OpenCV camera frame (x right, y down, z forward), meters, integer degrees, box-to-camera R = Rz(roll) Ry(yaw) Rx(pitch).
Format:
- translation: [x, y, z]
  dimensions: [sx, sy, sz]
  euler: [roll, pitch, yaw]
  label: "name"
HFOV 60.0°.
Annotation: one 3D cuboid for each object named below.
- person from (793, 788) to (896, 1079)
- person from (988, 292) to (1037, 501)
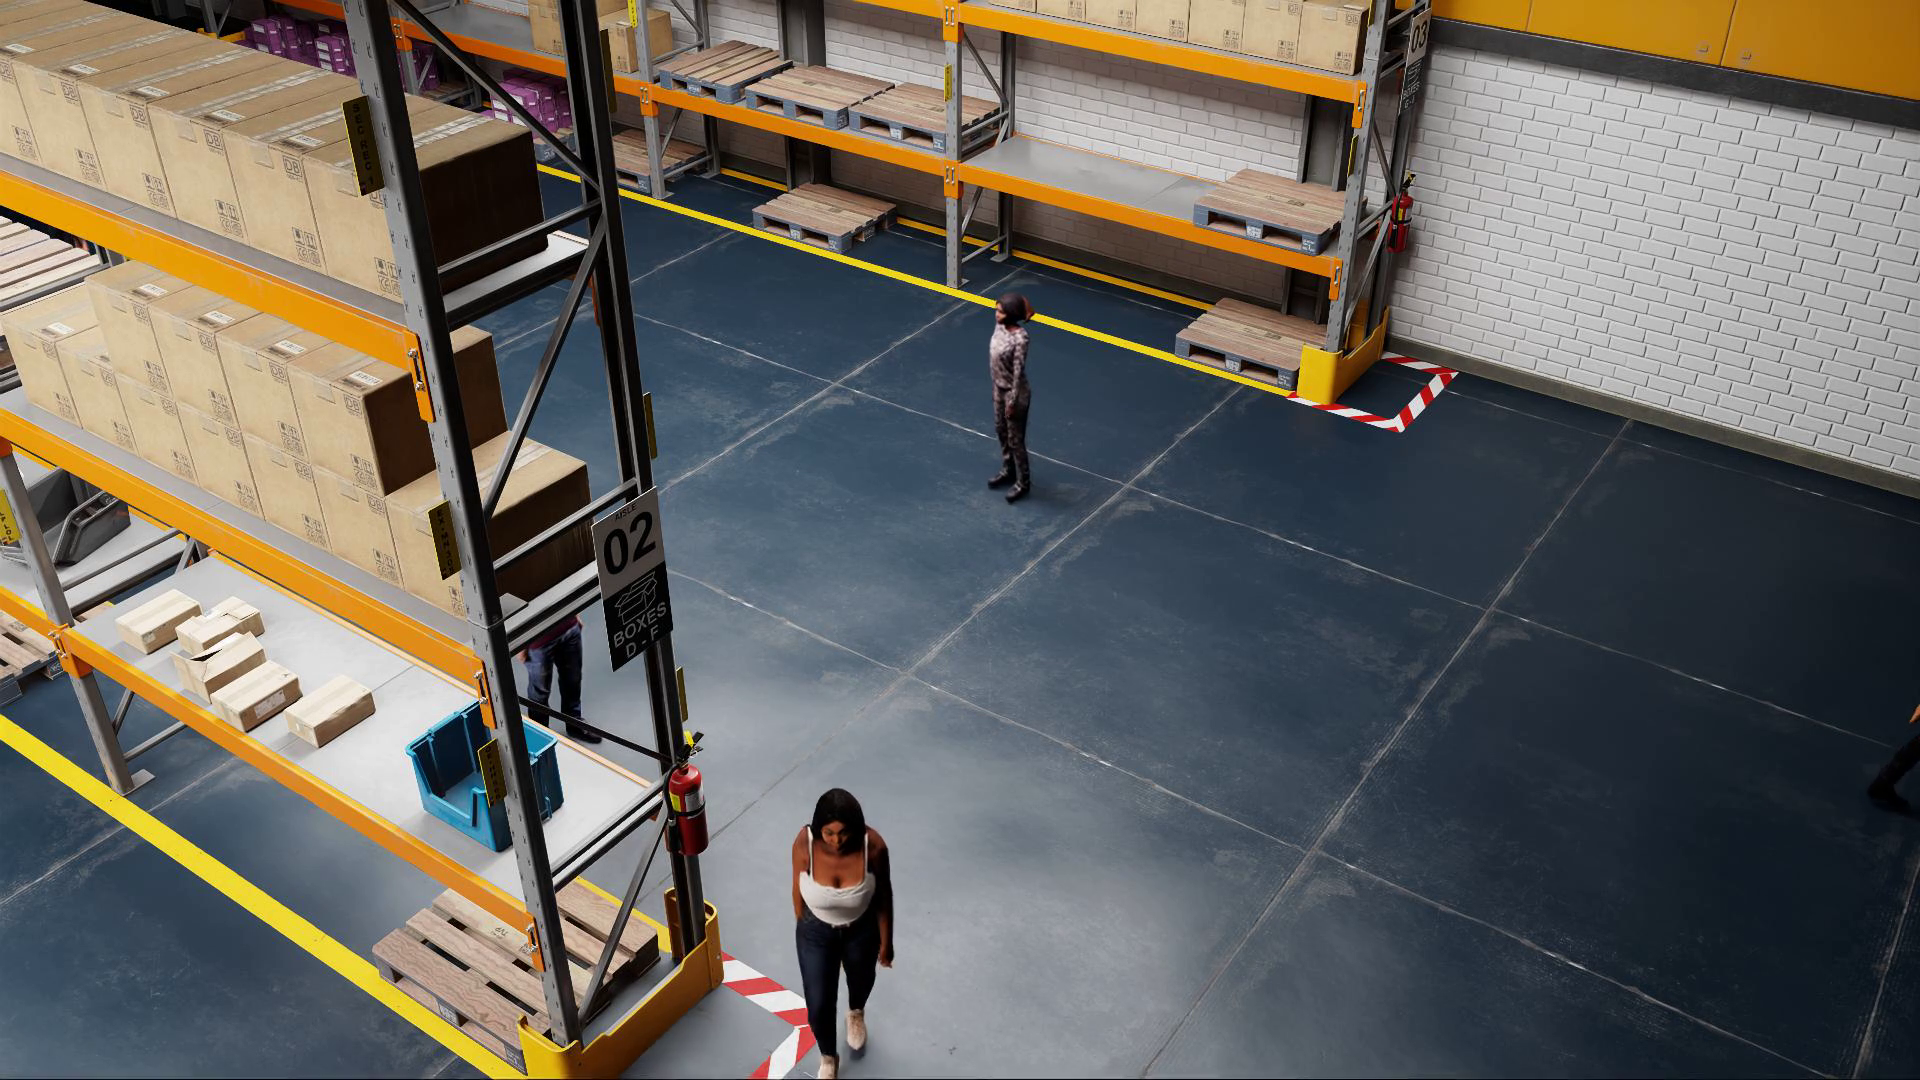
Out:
- translation: [-0.593, 1.859, 8.311]
  dimensions: [0.925, 1.789, 0.963]
  euler: [-1, 34, -2]
  label: "person"
- translation: [0.401, -1.128, 12.871]
  dimensions: [0.709, 1.715, 0.612]
  euler: [-17, 37, -23]
  label: "person"
